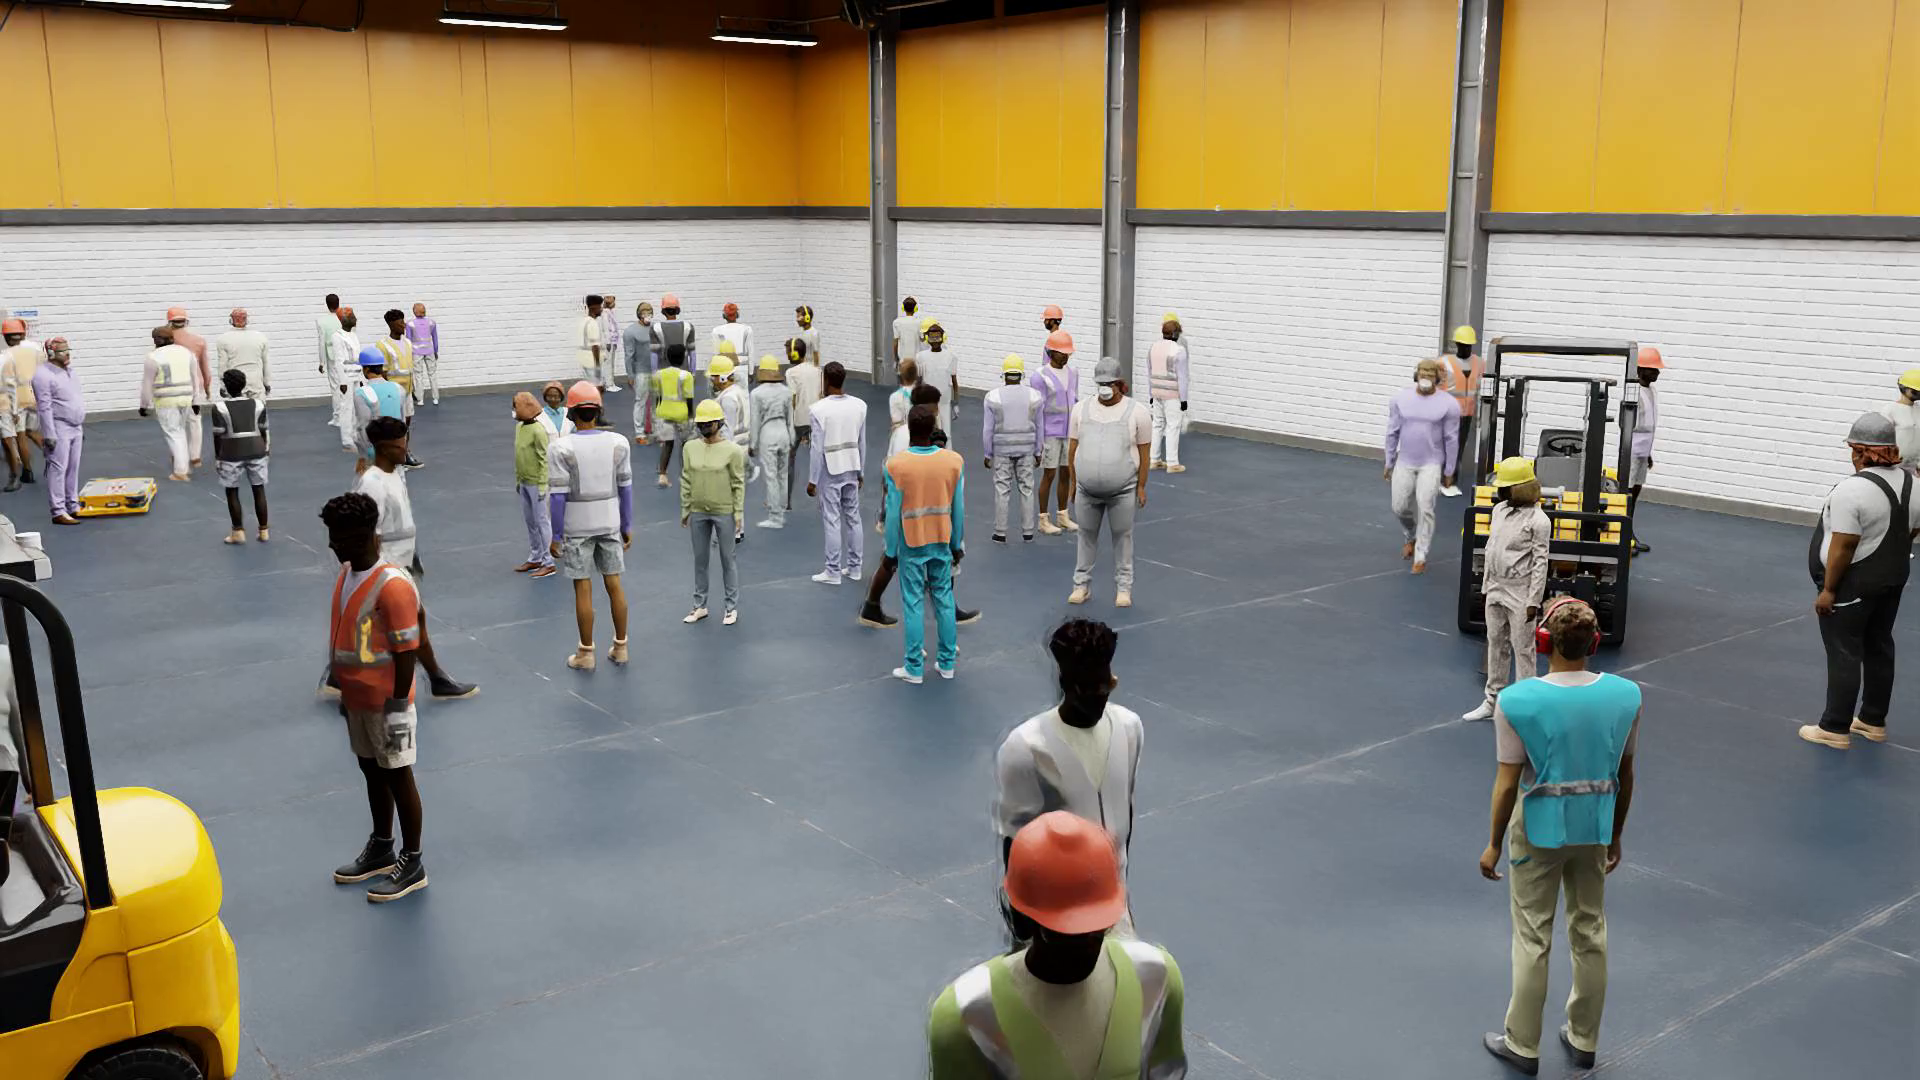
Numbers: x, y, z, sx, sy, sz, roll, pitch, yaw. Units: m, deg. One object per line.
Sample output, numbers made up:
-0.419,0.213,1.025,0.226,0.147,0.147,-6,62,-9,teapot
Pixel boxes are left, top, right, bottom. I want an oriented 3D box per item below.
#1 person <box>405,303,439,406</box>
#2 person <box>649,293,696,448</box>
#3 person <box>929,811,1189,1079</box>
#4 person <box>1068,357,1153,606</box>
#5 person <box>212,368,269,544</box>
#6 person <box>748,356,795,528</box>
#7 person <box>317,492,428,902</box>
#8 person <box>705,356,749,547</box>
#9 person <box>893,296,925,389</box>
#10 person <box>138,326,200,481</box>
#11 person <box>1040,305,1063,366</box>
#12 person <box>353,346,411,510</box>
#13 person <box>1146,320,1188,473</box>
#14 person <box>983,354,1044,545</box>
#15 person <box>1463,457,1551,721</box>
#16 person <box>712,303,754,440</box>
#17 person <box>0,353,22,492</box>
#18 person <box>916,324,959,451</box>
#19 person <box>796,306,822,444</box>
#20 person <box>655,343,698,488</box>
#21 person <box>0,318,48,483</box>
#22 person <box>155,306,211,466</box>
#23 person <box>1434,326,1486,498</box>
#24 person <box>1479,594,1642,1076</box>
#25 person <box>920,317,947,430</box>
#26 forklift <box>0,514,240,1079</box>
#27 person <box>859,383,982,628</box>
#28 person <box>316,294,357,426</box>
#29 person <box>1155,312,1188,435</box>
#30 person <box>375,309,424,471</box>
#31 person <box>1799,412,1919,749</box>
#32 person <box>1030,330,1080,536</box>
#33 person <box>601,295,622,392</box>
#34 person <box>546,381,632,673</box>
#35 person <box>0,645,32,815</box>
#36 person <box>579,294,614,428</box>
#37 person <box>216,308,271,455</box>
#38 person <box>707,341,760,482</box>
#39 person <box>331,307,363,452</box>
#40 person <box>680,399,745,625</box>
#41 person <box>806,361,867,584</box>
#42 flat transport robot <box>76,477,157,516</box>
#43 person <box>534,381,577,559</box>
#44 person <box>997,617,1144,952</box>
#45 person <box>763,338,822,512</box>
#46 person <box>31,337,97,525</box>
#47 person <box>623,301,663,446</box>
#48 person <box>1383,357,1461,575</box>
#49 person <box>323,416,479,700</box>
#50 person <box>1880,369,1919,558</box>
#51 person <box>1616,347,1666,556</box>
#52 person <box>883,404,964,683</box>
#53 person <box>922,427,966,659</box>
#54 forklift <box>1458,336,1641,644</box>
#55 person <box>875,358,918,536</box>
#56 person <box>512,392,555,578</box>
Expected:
-8.550,-2.950,26.455,0.516,1.640,0.314,-8,14,-33,person
-3.780,-2.215,21.919,0.607,2.048,0.366,-4,12,-19,person
0.209,1.544,3.840,0.617,2.020,0.788,-5,13,-21,person
1.190,-0.469,13.502,0.676,2.000,0.536,4,12,18,person
-6.872,-0.798,15.947,0.532,1.689,0.321,-9,14,-36,person
-1.907,-0.992,16.844,0.500,1.708,0.594,-9,15,-37,person
-2.785,0.732,7.897,0.375,1.959,0.600,-11,16,-43,person
-2.215,-0.847,15.872,0.403,1.821,0.601,-1,12,-3,person
-0.719,-2.619,24.298,0.510,1.872,0.328,1,12,4,person
-9.295,-1.595,19.492,0.616,1.812,0.628,5,13,25,person
1.191,-2.043,21.353,0.355,1.939,0.543,3,12,15,person
-5.370,-0.819,15.415,0.405,1.946,0.609,5,13,23,person
2.533,-1.740,20.150,0.429,1.837,0.629,-9,14,-36,person
0.505,-0.861,15.900,0.590,1.833,0.404,-2,12,-10,person
3.414,0.339,10.340,0.308,1.736,0.485,-5,13,-24,person
-3.081,-2.285,22.650,0.573,1.885,0.357,-3,12,-16,person
-10.811,-1.439,18.565,0.571,1.893,0.571,-7,14,-31,person
-0.264,-1.575,19.289,0.512,1.861,0.325,0,12,-1,person
-2.041,-2.225,22.436,0.331,1.860,0.534,-6,13,-25,person
-3.264,-1.394,18.995,0.547,1.688,0.746,5,13,25,person
-10.872,-1.604,19.300,0.497,1.919,0.557,5,13,24,person
-9.562,-1.887,20.499,0.627,1.978,0.483,-8,14,-33,person
5.542,-1.413,18.386,0.597,1.903,0.602,-4,12,-17,person
2.256,1.125,6.270,0.563,1.847,0.392,-1,12,-7,person
-0.374,-2.020,21.682,0.328,1.759,0.524,-10,15,-39,person
-3.687,1.115,5.480,2.313,2.155,1.214,-9,15,-36,forklift
-0.330,-0.244,12.727,0.918,1.899,0.615,-2,12,-11,person
-9.026,-2.614,24.172,0.587,1.914,0.391,-11,16,-42,person
2.924,-2.264,23.015,0.486,1.693,0.576,-4,12,-18,person
-6.816,-1.821,20.210,0.367,1.966,0.607,4,12,18,person
5.428,0.235,10.100,0.687,2.000,0.535,-5,13,-24,person
0.969,-1.053,16.356,0.619,2.029,0.410,-11,16,-42,person
-5.979,-3.356,28.418,0.307,1.640,0.519,0,12,-1,person
-2.602,-0.094,11.685,0.613,2.041,0.393,-8,14,-34,person
-4.256,1.005,7.103,0.344,1.742,0.571,11,16,43,person
-5.314,-2.534,23.723,0.619,1.943,0.609,-5,13,-23,person
-9.132,-2.002,21.230,0.651,1.907,0.409,-10,15,-39,person
-2.637,-1.428,18.994,0.501,1.686,0.924,3,12,14,person
-7.975,-2.099,21.752,0.348,1.884,0.584,0,12,2,person
-1.929,-0.214,12.933,0.522,1.769,0.317,3,12,14,person
-1.051,-0.574,14.307,0.588,1.918,0.392,-11,16,-42,person
-9.051,-0.483,17.866,0.652,0.197,1.431,-5,13,-21,flat transport robot
-3.743,-0.656,15.381,0.512,1.638,0.312,-8,14,-35,person
0.406,1.201,5.754,0.613,1.917,0.929,-7,13,-30,person
-1.683,-1.205,17.577,0.593,1.836,0.634,11,16,42,person
-9.119,-1.117,16.959,0.400,1.907,0.644,0,12,0,person
-4.195,-2.223,22.257,0.382,1.928,0.635,11,16,43,person
4.094,-0.667,14.747,0.644,1.920,0.512,6,13,26,person
-3.768,0.131,10.914,0.999,1.919,0.637,-2,12,-11,person
8.631,-0.690,15.254,0.522,1.761,0.321,-4,12,-20,person
6.312,-0.825,15.470,0.547,1.938,0.378,-11,16,-43,person
-0.237,0.030,11.391,0.596,1.916,0.373,-6,13,-26,person
-0.197,0.018,12.005,0.530,1.689,0.321,-7,14,-31,person
4.683,-0.471,13.136,1.214,2.155,2.313,4,12,20,forklift
-0.468,-0.857,16.000,0.522,1.785,1.010,-8,14,-32,person
-3.760,-0.488,14.580,0.275,1.631,0.507,-10,15,-39,person
